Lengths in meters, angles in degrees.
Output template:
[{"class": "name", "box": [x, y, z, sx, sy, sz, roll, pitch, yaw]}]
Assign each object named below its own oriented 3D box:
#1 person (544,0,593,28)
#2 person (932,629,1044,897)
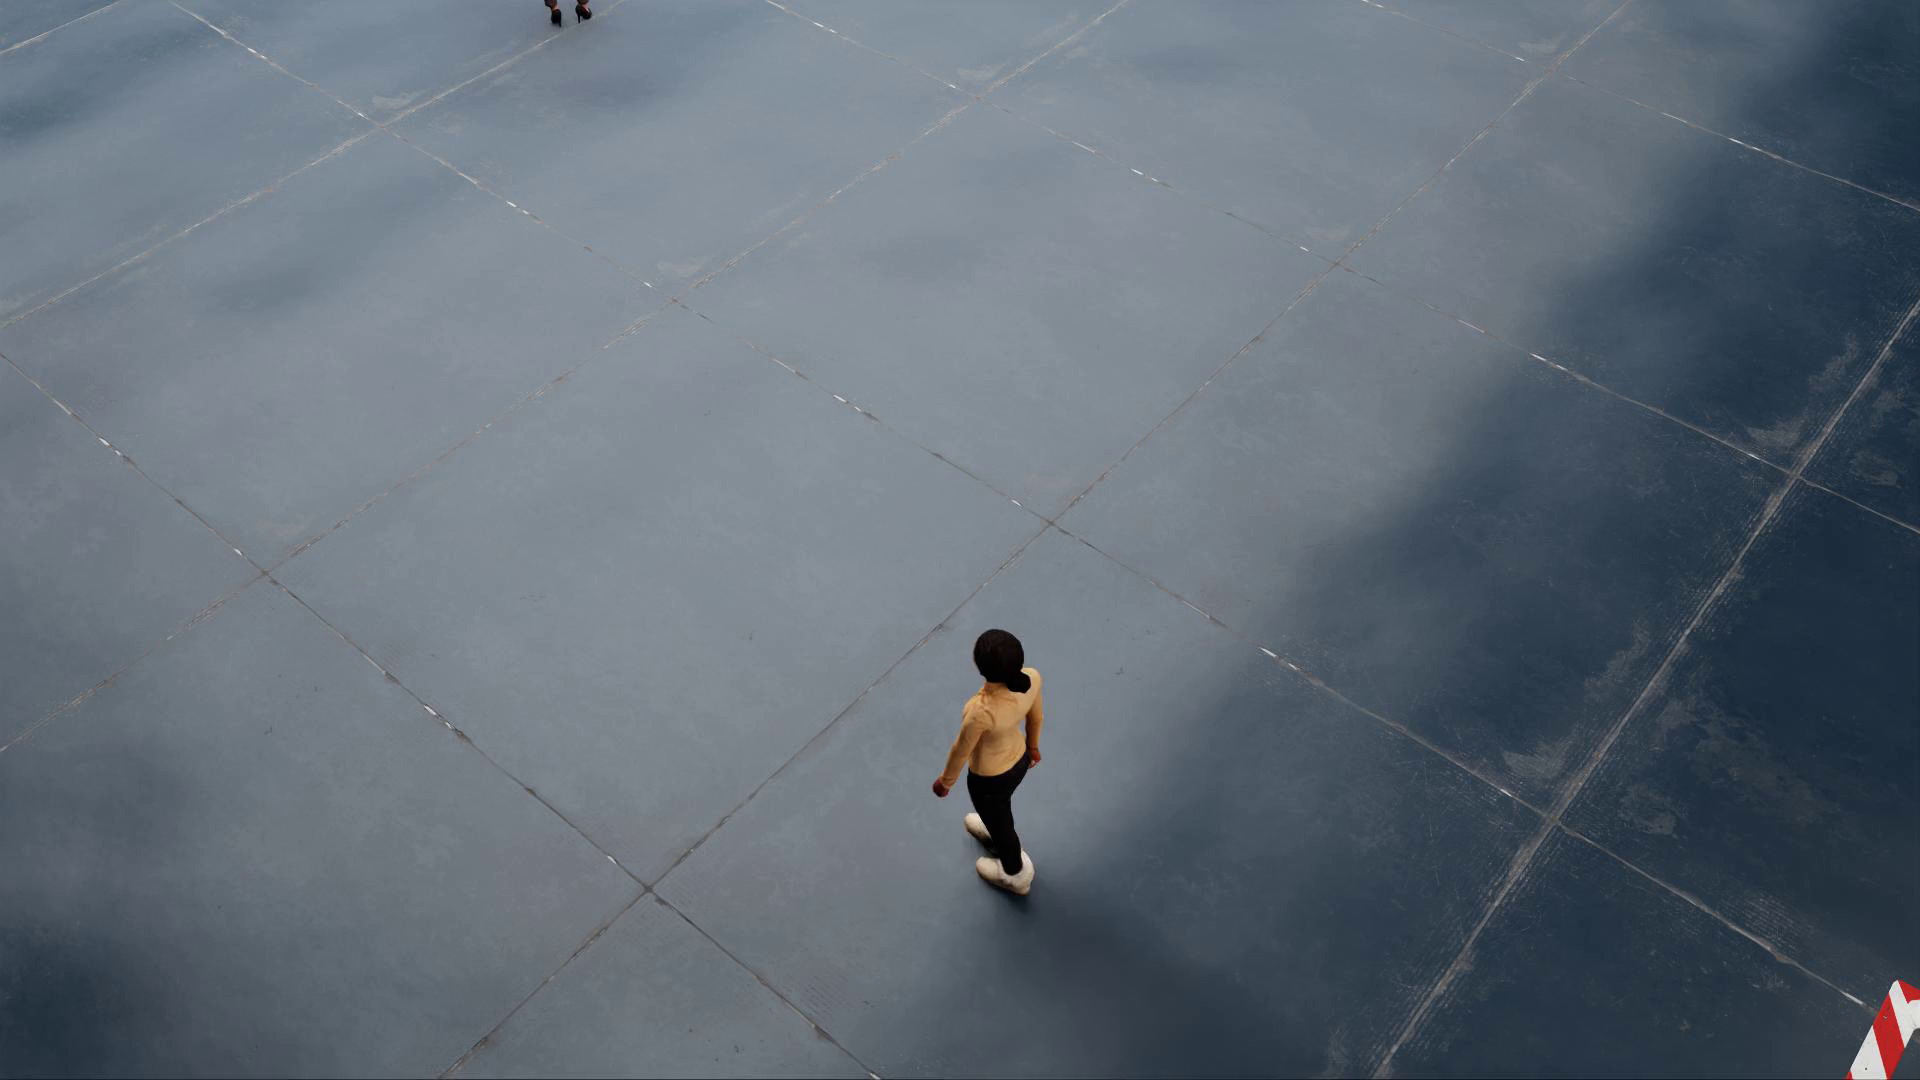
[{"class": "person", "box": [-2.997, -4.544, 12.131, 0.675, 1.666, 0.727, -5, 47, -5]}, {"class": "person", "box": [0.223, 1.000, 7.019, 0.691, 1.646, 0.608, 29, 54, 24]}]
